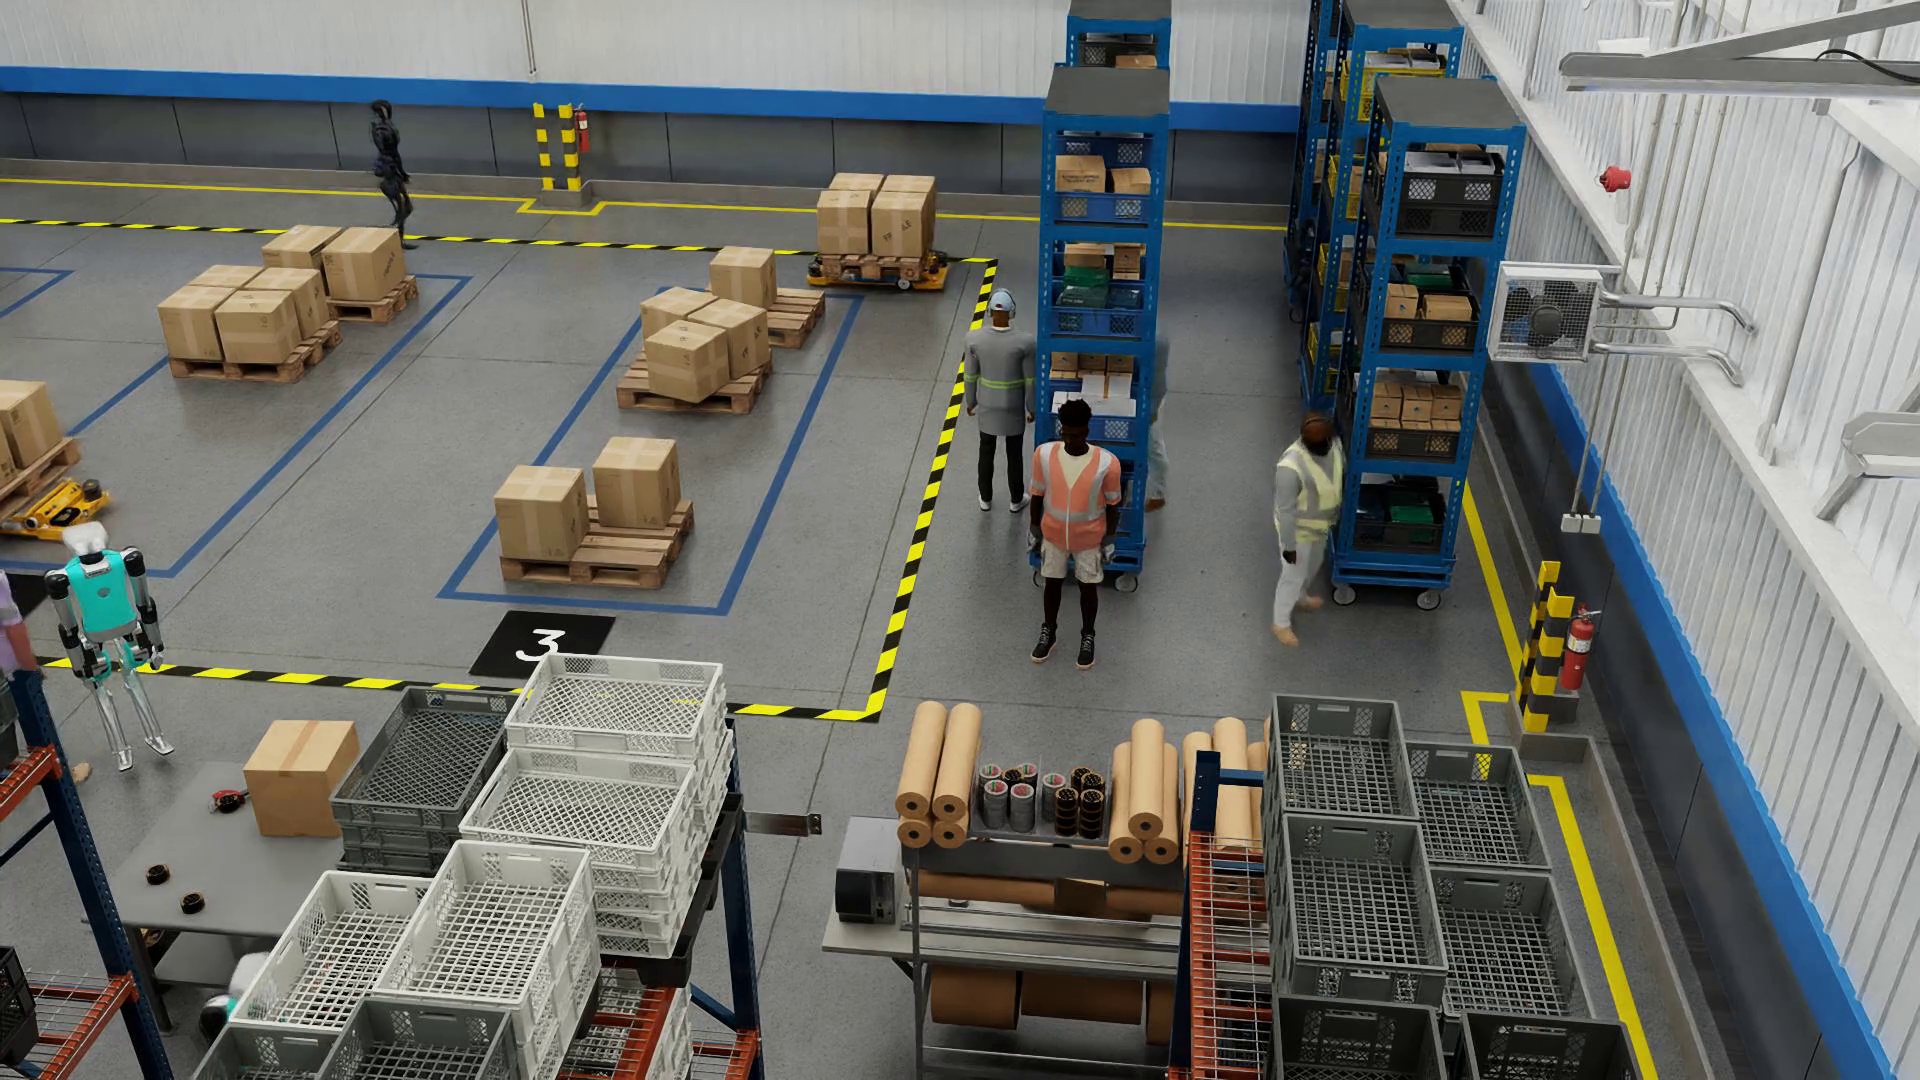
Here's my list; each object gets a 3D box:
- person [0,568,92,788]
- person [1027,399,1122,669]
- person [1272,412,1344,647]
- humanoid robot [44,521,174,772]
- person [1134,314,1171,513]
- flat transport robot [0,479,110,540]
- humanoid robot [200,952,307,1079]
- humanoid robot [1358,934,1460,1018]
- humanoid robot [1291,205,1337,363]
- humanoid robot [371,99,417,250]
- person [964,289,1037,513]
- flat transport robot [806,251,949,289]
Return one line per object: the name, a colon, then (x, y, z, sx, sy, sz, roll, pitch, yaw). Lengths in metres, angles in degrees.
person: (-5.711, 0.670, 9.788, 0.617, 2.045, 0.466, 5, 31, 9)
person: (0.745, -0.039, 11.053, 0.613, 1.963, 0.361, 9, 31, 14)
person: (2.365, -0.107, 11.338, 0.465, 1.802, 0.728, 23, 38, 34)
humanoid robot: (-5.162, 0.585, 10.080, 0.533, 1.672, 0.735, -22, 37, -32)
person: (1.397, -1.143, 12.992, 0.403, 1.932, 0.633, -12, 32, -20)
flat transport robot: (-7.585, -0.284, 13.133, 1.431, 0.197, 0.652, 3, 30, 6)
humanoid robot: (-2.762, 2.548, 6.864, 0.560, 1.742, 1.037, -6, 31, -11)
humanoid robot: (2.072, 2.108, 7.702, 0.584, 1.637, 0.766, 21, 36, 32)
humanoid robot: (3.341, -2.435, 15.457, 0.584, 1.652, 0.339, 20, 36, 30)
humanoid robot: (-6.233, -3.969, 18.089, 0.423, 1.639, 0.610, -2, 30, -3)
person: (0.327, -1.080, 12.958, 0.587, 1.849, 0.395, 6, 31, 10)
flat transport robot: (-0.865, -2.890, 17.609, 1.431, 0.197, 0.652, 3, 30, 6)
